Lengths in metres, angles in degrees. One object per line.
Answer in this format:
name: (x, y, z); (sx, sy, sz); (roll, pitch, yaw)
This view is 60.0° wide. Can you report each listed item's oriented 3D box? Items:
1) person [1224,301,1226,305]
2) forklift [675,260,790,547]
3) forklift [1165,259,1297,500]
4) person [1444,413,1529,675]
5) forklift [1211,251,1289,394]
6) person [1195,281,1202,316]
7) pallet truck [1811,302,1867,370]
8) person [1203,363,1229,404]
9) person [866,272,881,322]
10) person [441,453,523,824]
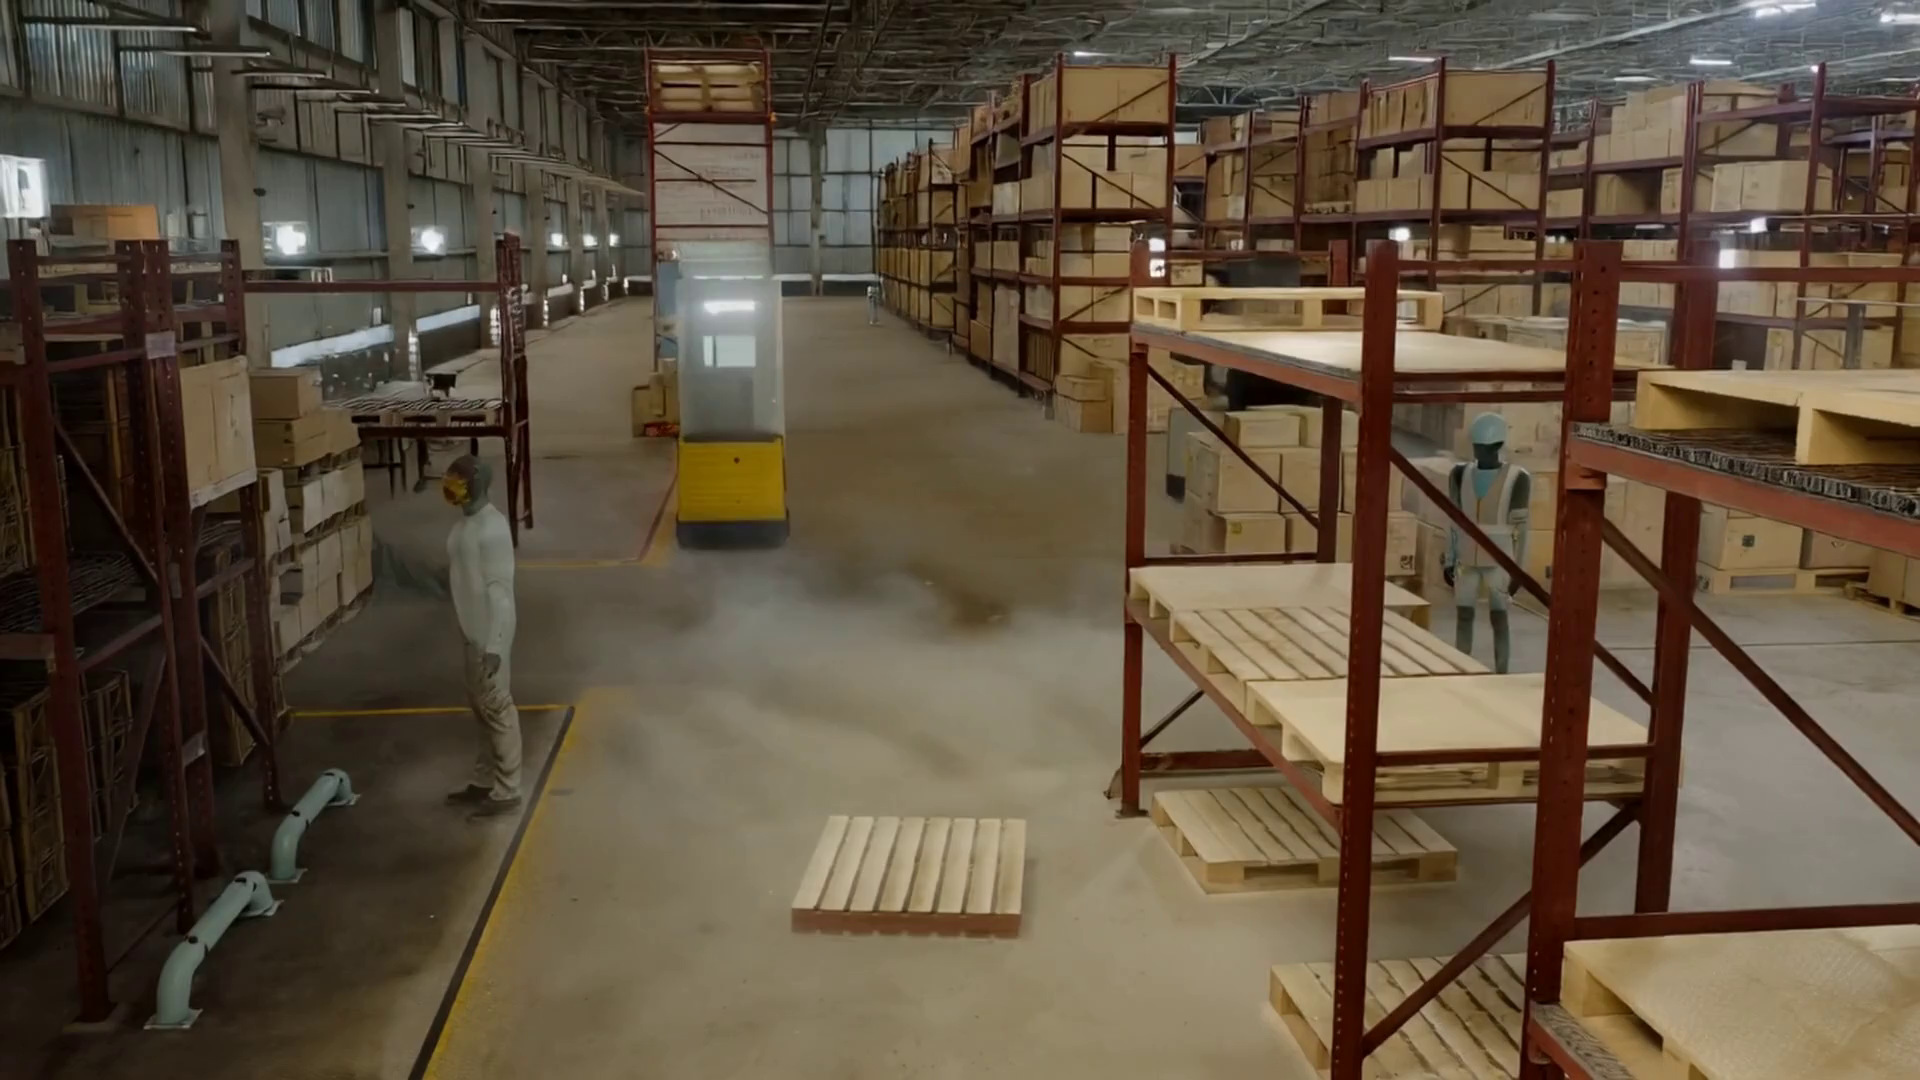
person: (7.883, -6.661, 48.328); (1.036, 1.987, 0.626); (1, 10, 4)
forklift: (-2.327, -1.436, 16.889); (1.129, 2.768, 1.873); (-1, 10, -6)
forklift: (3.399, -1.805, 18.937); (1.873, 2.768, 1.129); (9, 14, 42)
person: (3.414, 0.129, 10.879); (0.542, 1.928, 0.399); (9, 13, 39)
forklift: (5.793, -4.145, 31.901); (1.129, 2.768, 1.873); (-5, 11, -24)
person: (6.891, -6.480, 47.657); (0.960, 1.867, 0.663); (1, 10, 4)
pallet truck: (15.846, -3.142, 28.793); (1.885, 1.965, 0.823); (2, 10, 12)
person: (4.573, -3.115, 29.725); (0.524, 1.618, 0.644); (-8, 13, -37)
person: (-3.203, -9.014, 61.733); (0.567, 1.850, 0.389); (-2, 10, -9)
person: (-2.521, 0.506, 8.740); (0.368, 1.939, 0.632); (-7, 12, -33)
